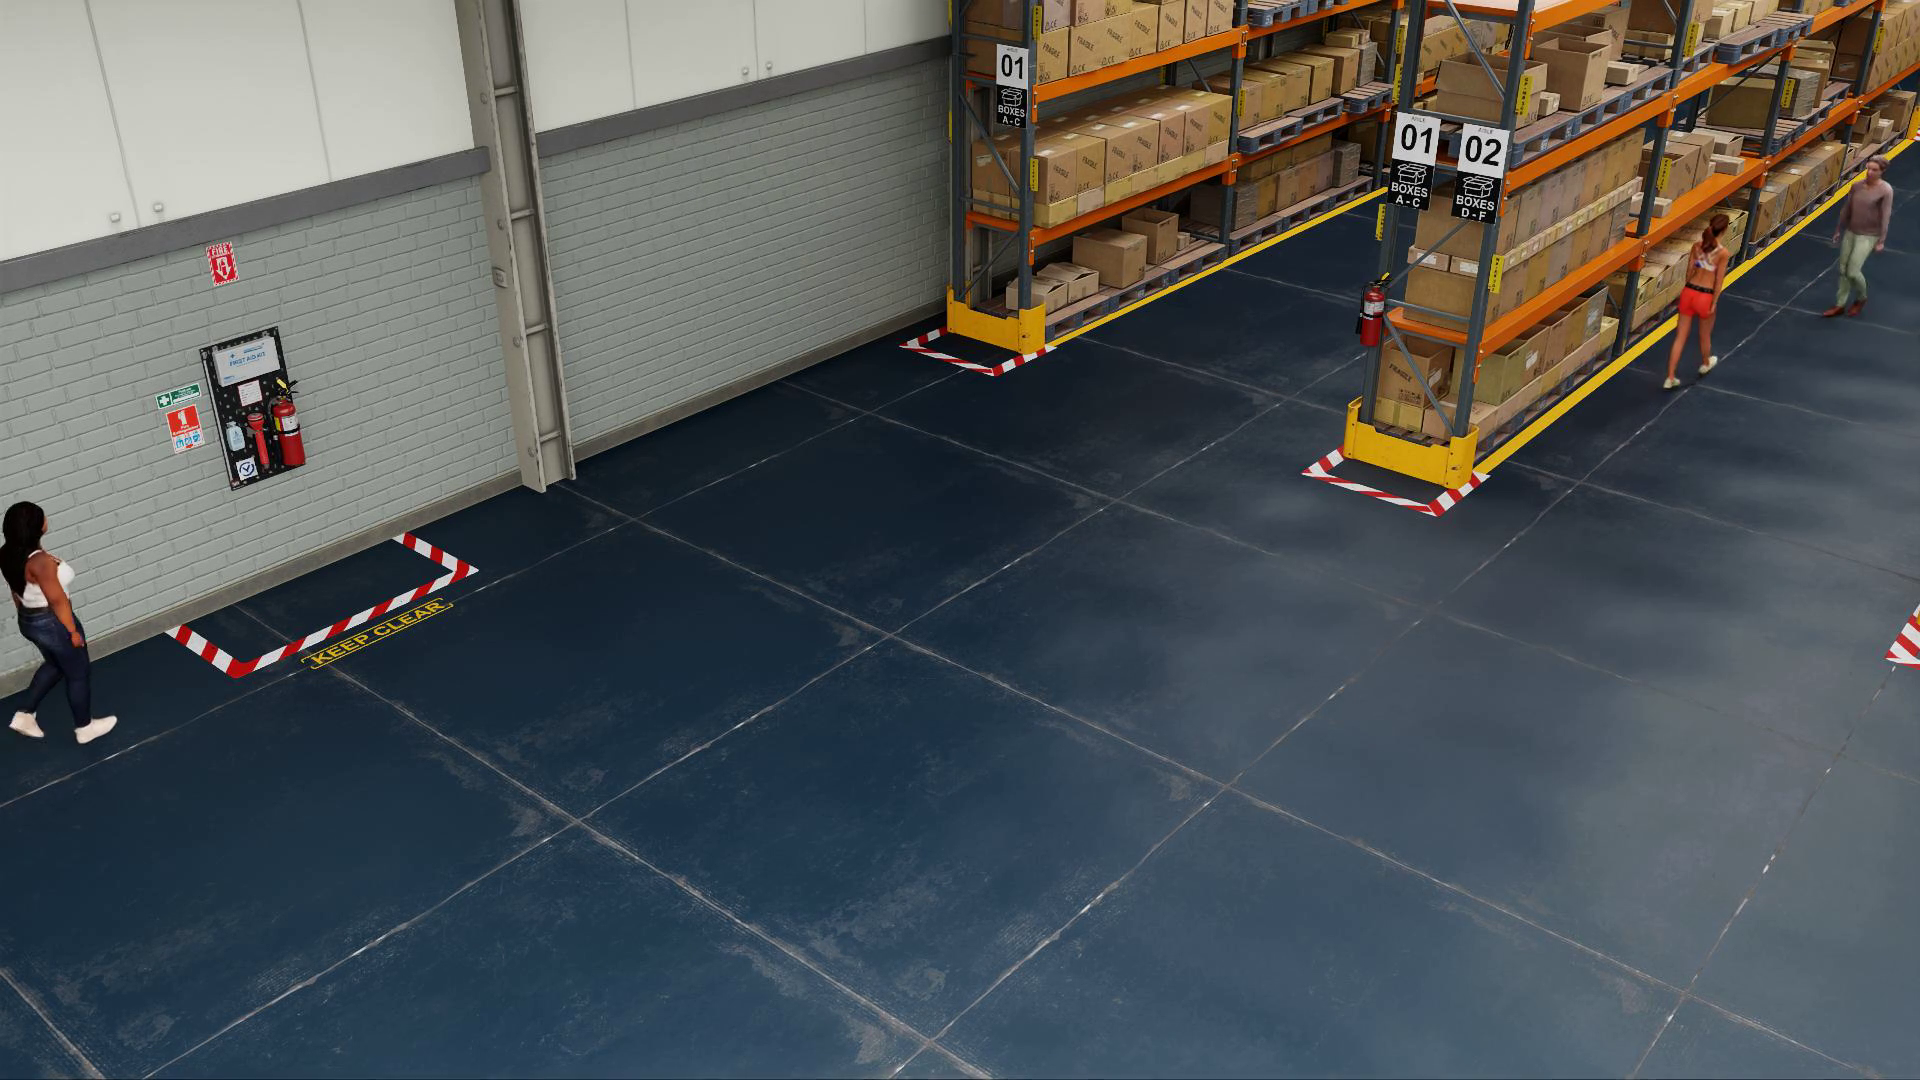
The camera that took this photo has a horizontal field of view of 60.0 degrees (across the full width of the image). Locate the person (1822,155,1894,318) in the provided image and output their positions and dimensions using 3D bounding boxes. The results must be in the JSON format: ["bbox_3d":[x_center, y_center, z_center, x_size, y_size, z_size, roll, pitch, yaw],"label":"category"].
[{"bbox_3d":[10.017,-3.345,18.383,0.847,1.852,0.800,-11,30,-19],"label":"person"}]

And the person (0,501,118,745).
[{"bbox_3d":[-6.110,0.619,11.001,0.663,1.794,0.864,19,33,31],"label":"person"}]

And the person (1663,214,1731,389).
[{"bbox_3d":[7.318,-2.348,16.617,1.112,1.752,0.659,-24,36,-38],"label":"person"}]
